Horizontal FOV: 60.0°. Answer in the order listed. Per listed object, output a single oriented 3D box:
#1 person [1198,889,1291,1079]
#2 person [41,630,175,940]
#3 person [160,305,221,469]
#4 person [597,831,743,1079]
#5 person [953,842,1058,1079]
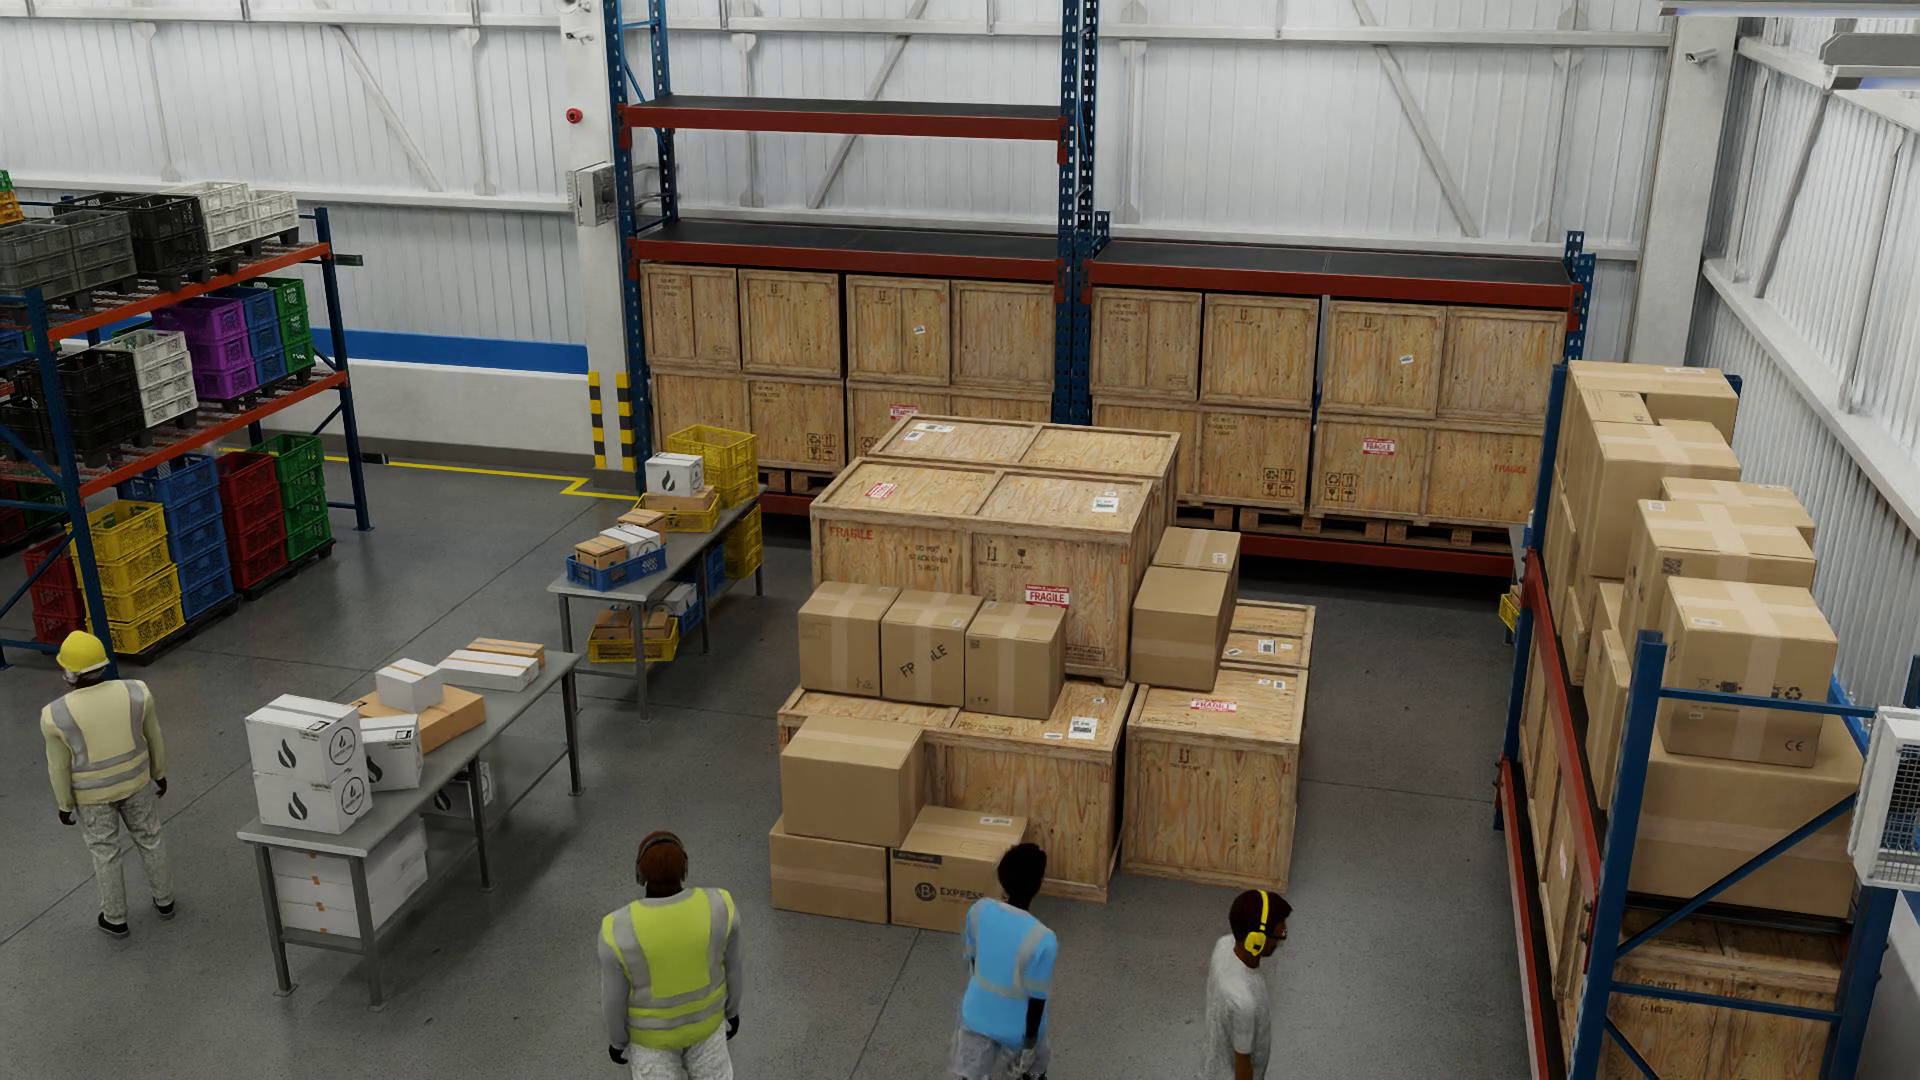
[{"bbox_3d":[1.152,2.265,6.873,0.331,1.862,0.519,-1,21,-1],"label":"person"},{"bbox_3d":[-4.748,1.351,9.294,0.600,1.836,0.404,-19,28,-41],"label":"person"},{"bbox_3d":[-7.694,-1.482,16.632,0.439,1.896,0.796,-11,23,-26],"label":"person"},{"bbox_3d":[-1.257,2.110,7.304,0.624,1.844,0.430,-9,23,-22],"label":"person"},{"bbox_3d":[0.193,2.151,7.489,0.539,1.620,0.948,16,26,35],"label":"person"}]
